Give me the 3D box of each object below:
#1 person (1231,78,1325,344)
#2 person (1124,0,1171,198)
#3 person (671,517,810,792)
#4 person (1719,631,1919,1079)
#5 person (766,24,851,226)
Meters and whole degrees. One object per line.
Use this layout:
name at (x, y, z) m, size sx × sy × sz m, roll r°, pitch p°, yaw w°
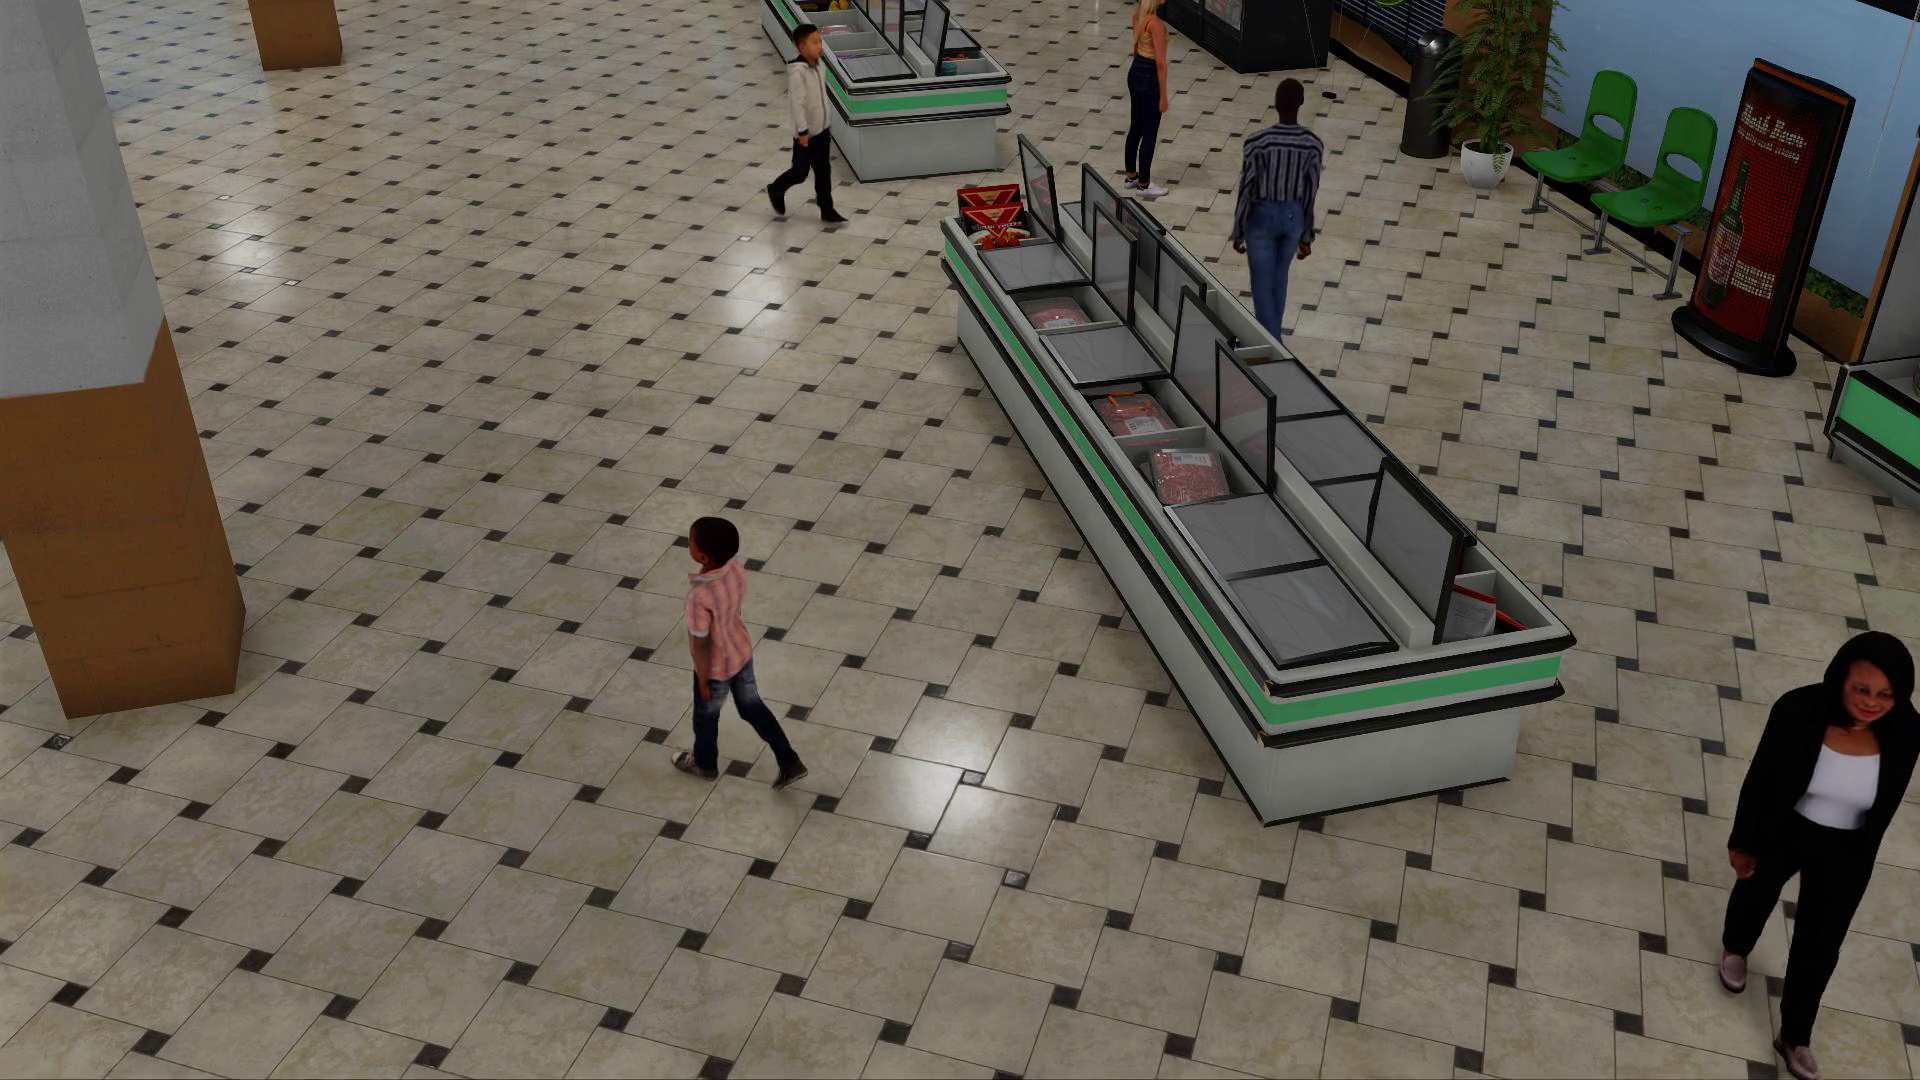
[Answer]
person at (1.862, -1.743, 9.707) m, size 0.748 × 1.759 × 1.131 m, roll -3°, pitch 32°, yaw -4°
person at (1.404, -3.417, 12.520) m, size 0.646 × 1.629 × 0.487 m, roll -12°, pitch 34°, yaw -18°
person at (-0.888, 0.475, 6.580) m, size 0.910 × 1.295 × 0.823 m, roll 19°, pitch 37°, yaw 28°
person at (2.826, 0.929, 5.572) m, size 0.921 × 1.590 × 1.055 m, roll 8°, pitch 33°, yaw 13°
person at (-1.140, -2.980, 11.994) m, size 0.969 × 1.442 × 0.915 m, roll 15°, pitch 35°, yaw 23°
